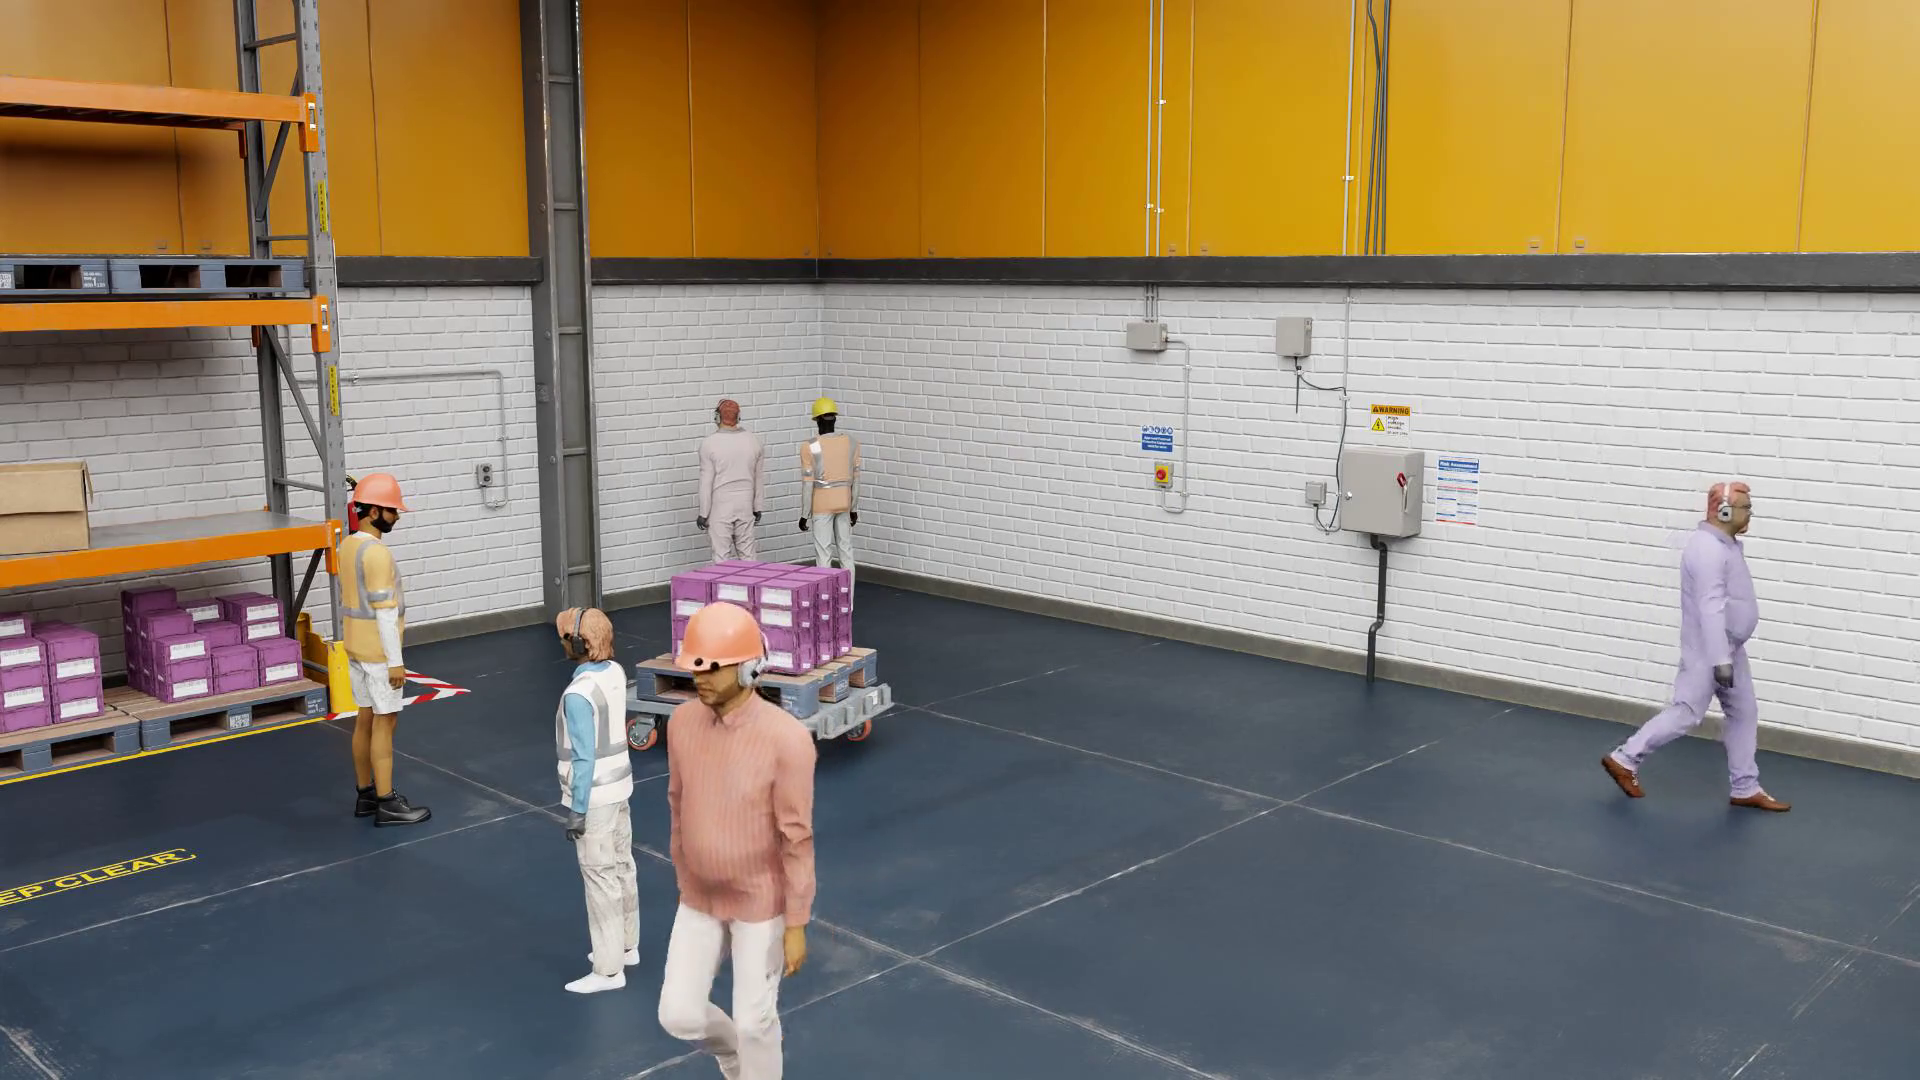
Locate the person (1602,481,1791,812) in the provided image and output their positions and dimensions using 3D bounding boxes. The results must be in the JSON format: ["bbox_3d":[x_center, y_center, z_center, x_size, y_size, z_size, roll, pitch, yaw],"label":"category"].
[{"bbox_3d":[4.176,0.587,9.357,0.920,1.870,0.640,7,11,35],"label":"person"}]

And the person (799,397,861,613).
[{"bbox_3d":[-1.150,-0.286,14.557,0.585,1.917,0.380,-6,11,-35],"label":"person"}]

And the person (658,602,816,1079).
[{"bbox_3d":[-0.721,1.168,5.457,0.617,1.982,0.466,5,11,29],"label":"person"}]

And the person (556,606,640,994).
[{"bbox_3d":[-1.529,1.085,7.000,0.311,1.638,0.521,1,9,7],"label":"person"}]

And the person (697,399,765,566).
[{"bbox_3d":[-2.024,-0.281,14.558,0.652,1.906,0.409,-7,12,-38],"label":"person"}]

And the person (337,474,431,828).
[{"bbox_3d":[-3.167,0.599,9.100,0.375,1.927,0.543,-8,12,-40],"label":"person"}]
